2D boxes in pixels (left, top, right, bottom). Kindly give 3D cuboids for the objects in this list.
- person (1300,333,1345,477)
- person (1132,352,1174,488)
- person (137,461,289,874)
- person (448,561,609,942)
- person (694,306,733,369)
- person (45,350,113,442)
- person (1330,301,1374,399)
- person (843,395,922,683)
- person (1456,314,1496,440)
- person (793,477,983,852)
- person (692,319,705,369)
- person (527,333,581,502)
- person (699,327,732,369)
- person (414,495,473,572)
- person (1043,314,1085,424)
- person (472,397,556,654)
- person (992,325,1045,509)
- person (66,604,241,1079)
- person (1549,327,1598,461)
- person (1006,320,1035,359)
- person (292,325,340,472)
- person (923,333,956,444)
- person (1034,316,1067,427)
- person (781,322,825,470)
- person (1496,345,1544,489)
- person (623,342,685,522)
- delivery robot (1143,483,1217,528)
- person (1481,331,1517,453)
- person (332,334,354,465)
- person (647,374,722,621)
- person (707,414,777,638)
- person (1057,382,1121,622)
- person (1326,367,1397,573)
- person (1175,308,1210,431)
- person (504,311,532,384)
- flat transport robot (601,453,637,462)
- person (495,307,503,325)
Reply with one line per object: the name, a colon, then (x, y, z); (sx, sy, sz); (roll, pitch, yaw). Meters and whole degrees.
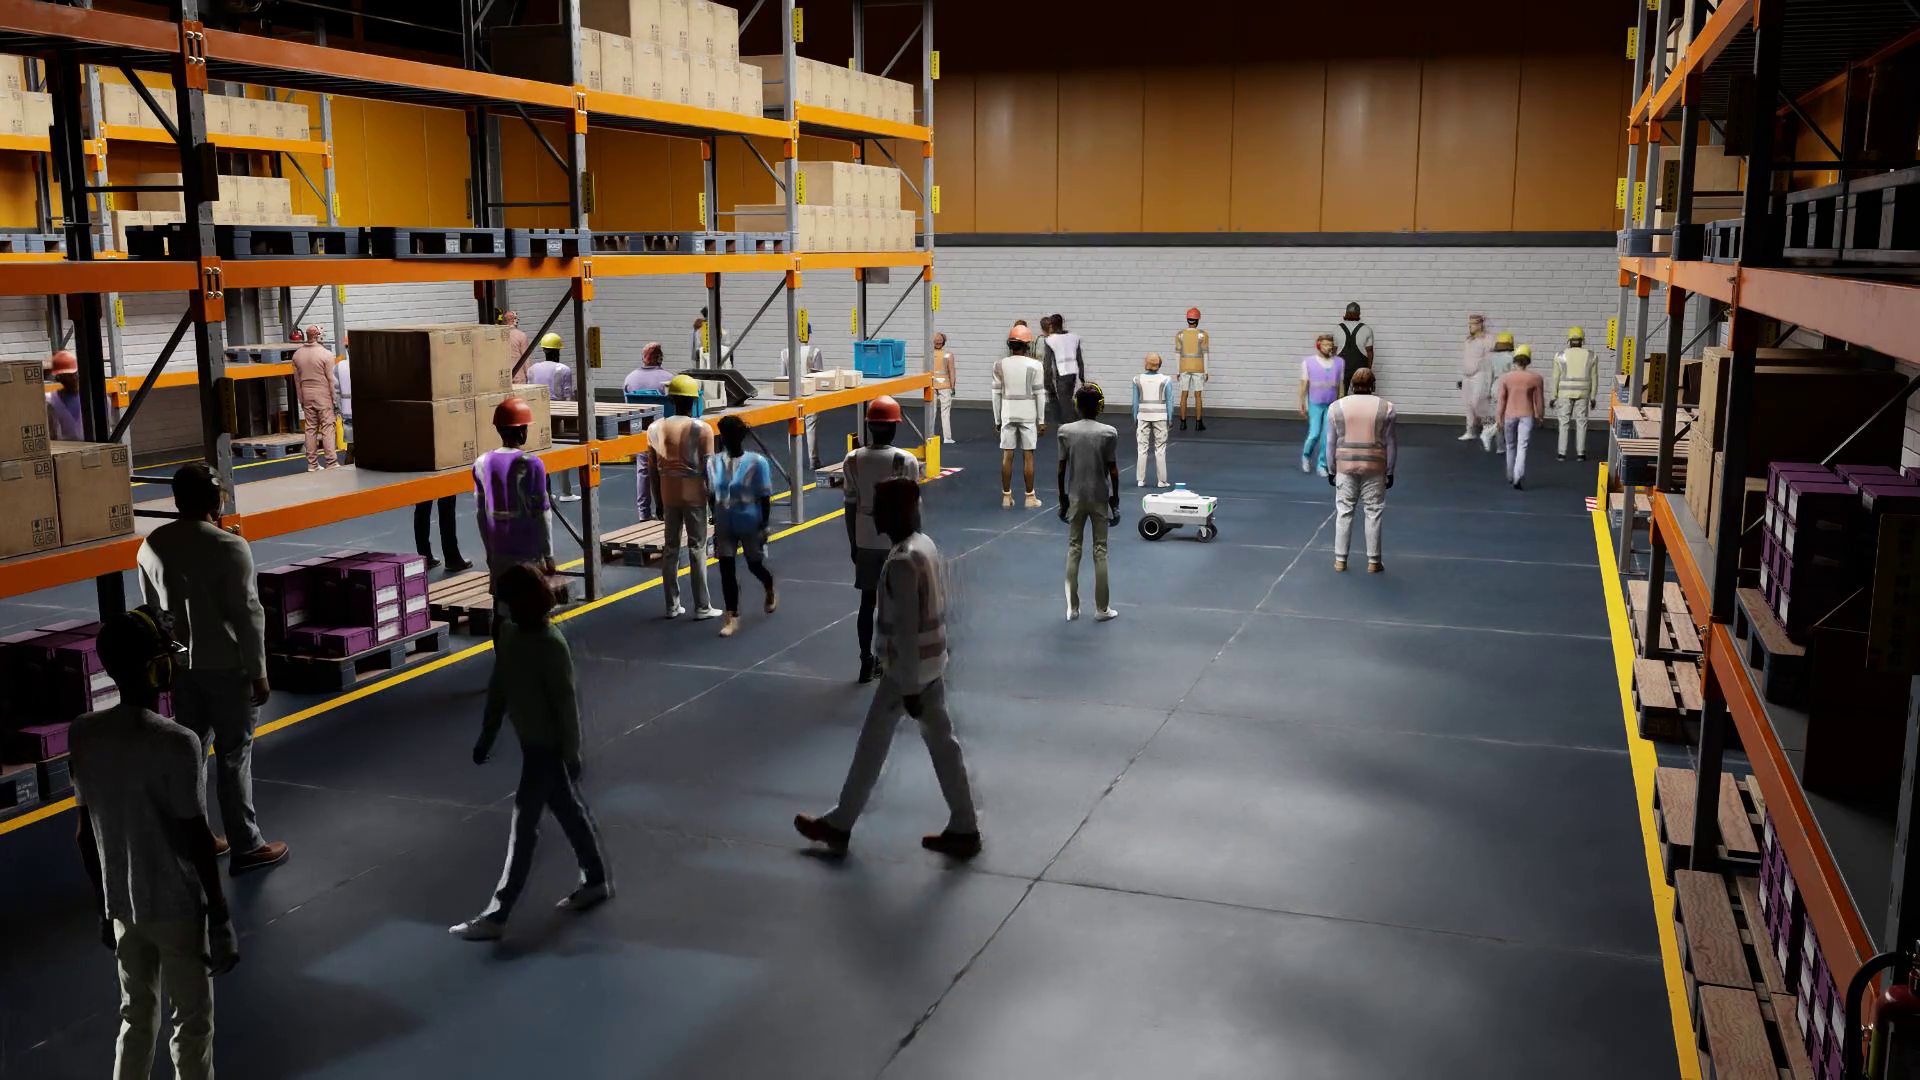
person: (4.588, -1.704, 21.031); (0.569, 1.828, 0.433); (-2, 10, -12)
person: (2.321, -1.435, 20.036); (0.513, 1.639, 0.307); (3, 11, 19)
person: (-3.487, 0.596, 7.751); (0.632, 1.940, 0.372); (3, 11, 19)
person: (-1.858, 0.884, 7.082); (0.837, 1.595, 0.502); (-8, 13, -37)
person: (-4.001, -2.818, 27.018); (0.635, 1.941, 0.434); (0, 10, -2)
person: (-7.902, -0.704, 14.893); (0.608, 2.016, 0.840); (-6, 12, -29)
person: (6.209, -2.760, 26.364); (0.684, 2.000, 0.538); (3, 11, 19)
person: (-0.501, 0.004, 11.088); (0.544, 1.938, 0.355); (3, 11, 19)
person: (7.693, -2.421, 24.874); (0.439, 1.898, 0.648); (-4, 11, -22)
person: (-0.336, 0.607, 7.966); (0.973, 1.837, 0.595); (3, 10, 14)
person: (-4.744, -3.221, 30.222); (0.364, 1.599, 0.594); (-2, 10, -12)
person: (-4.625, -1.386, 18.942); (0.587, 1.928, 0.362); (3, 11, 19)
person: (-3.618, -2.337, 24.754); (0.524, 1.769, 0.309); (3, 11, 19)
person: (-4.712, -0.707, 14.928); (0.611, 1.995, 0.375); (3, 11, 19)
person: (1.586, -2.489, 25.304); (0.629, 1.869, 0.534); (-6, 12, -30)
person: (-2.890, 0.038, 10.908); (0.549, 1.936, 0.374); (3, 11, 19)
person: (0.657, -1.356, 18.451); (0.608, 2.044, 0.370); (3, 11, 19)
person: (-2.399, 1.121, 5.020); (0.511, 1.862, 0.328); (3, 11, 19)
person: (8.318, -1.970, 22.559); (0.617, 1.820, 0.417); (2, 10, 10)
person: (1.038, -2.957, 28.602); (0.513, 1.641, 0.307); (3, 11, 19)
person: (-8.220, -1.807, 21.373); (0.643, 1.908, 0.410); (3, 11, 19)
person: (-0.305, -2.225, 24.478); (0.513, 1.641, 0.307); (3, 11, 19)
person: (1.382, -2.646, 26.441); (0.977, 1.792, 0.535); (0, 10, 0)
person: (-2.040, -1.888, 21.715); (0.605, 1.948, 0.384); (3, 11, 19)
person: (6.768, -1.489, 20.124); (0.537, 1.725, 0.920); (4, 11, 21)
person: (-3.199, -1.125, 17.532); (0.643, 1.908, 0.411); (3, 11, 19)
delivery robot: (2.194, -0.324, 16.566); (0.707, 0.478, 0.477); (3, 11, 19)
person: (7.539, -2.052, 23.249); (0.606, 1.723, 0.503); (-5, 11, -28)
person: (-6.981, -1.459, 19.323); (0.544, 1.938, 0.355); (3, 11, 19)
person: (-2.142, -0.326, 12.975); (0.587, 1.928, 0.364); (3, 11, 19)
person: (-1.643, -0.139, 12.651); (0.530, 1.674, 0.717); (3, 11, 17)
person: (1.008, -0.294, 12.956); (0.511, 1.872, 0.328); (3, 11, 19)
person: (3.591, -0.625, 14.901); (0.627, 1.844, 0.429); (3, 11, 19)
person: (3.670, -2.694, 26.281); (0.544, 1.939, 0.354); (3, 11, 19)
person: (-6.909, -2.592, 25.793); (0.643, 1.909, 0.410); (3, 11, 19)
flat transport robot: (-4.771, -1.243, 22.804); (0.652, 0.197, 1.431); (-1, 10, -4)
person: (-7.854, -3.027, 28.349); (0.511, 1.872, 0.328); (3, 11, 19)
